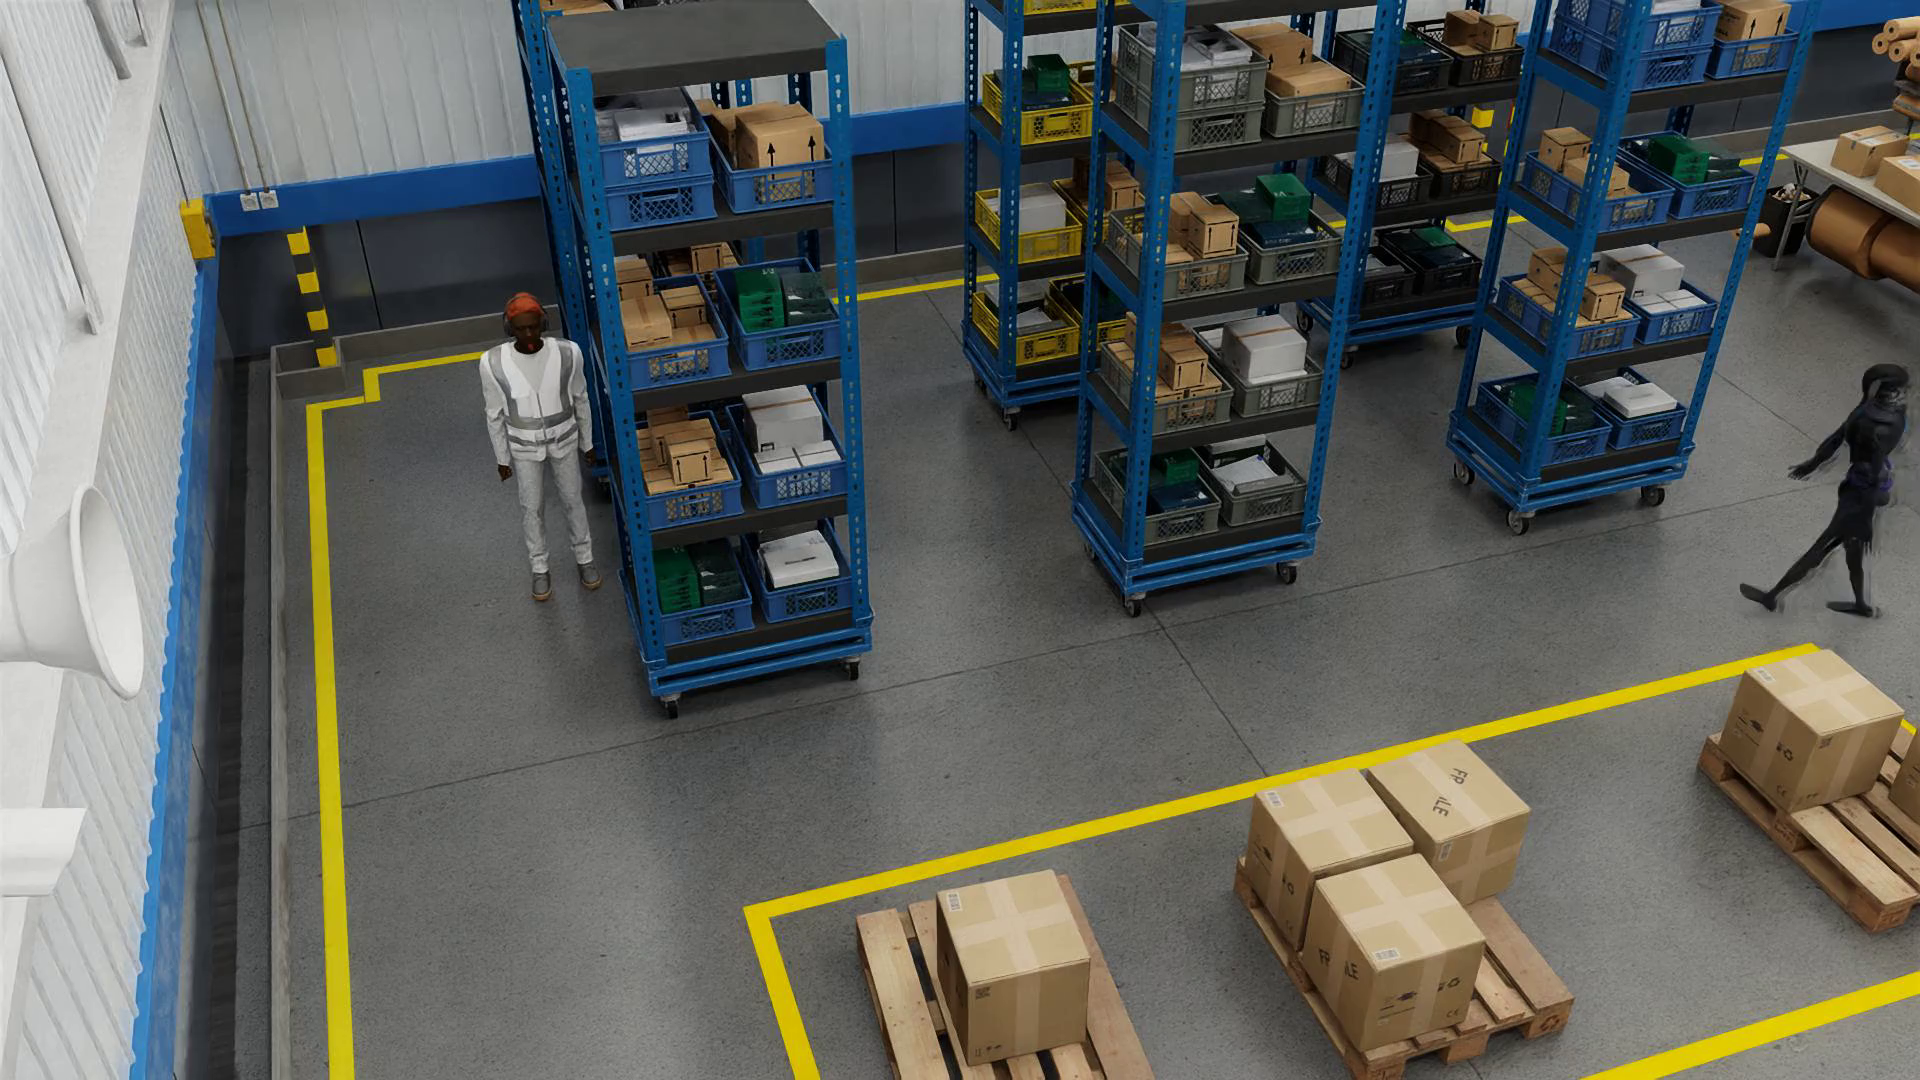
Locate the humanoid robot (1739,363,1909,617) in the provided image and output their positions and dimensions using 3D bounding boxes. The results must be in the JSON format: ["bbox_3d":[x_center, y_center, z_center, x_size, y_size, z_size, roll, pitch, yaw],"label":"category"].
[{"bbox_3d":[4.935,-0.269,9.247,0.779,1.618,0.568,13,37,18],"label":"humanoid robot"}]

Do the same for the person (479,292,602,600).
[{"bbox_3d":[-2.346,-0.523,9.395,0.573,1.884,0.356,-12,37,-17],"label":"person"}]
